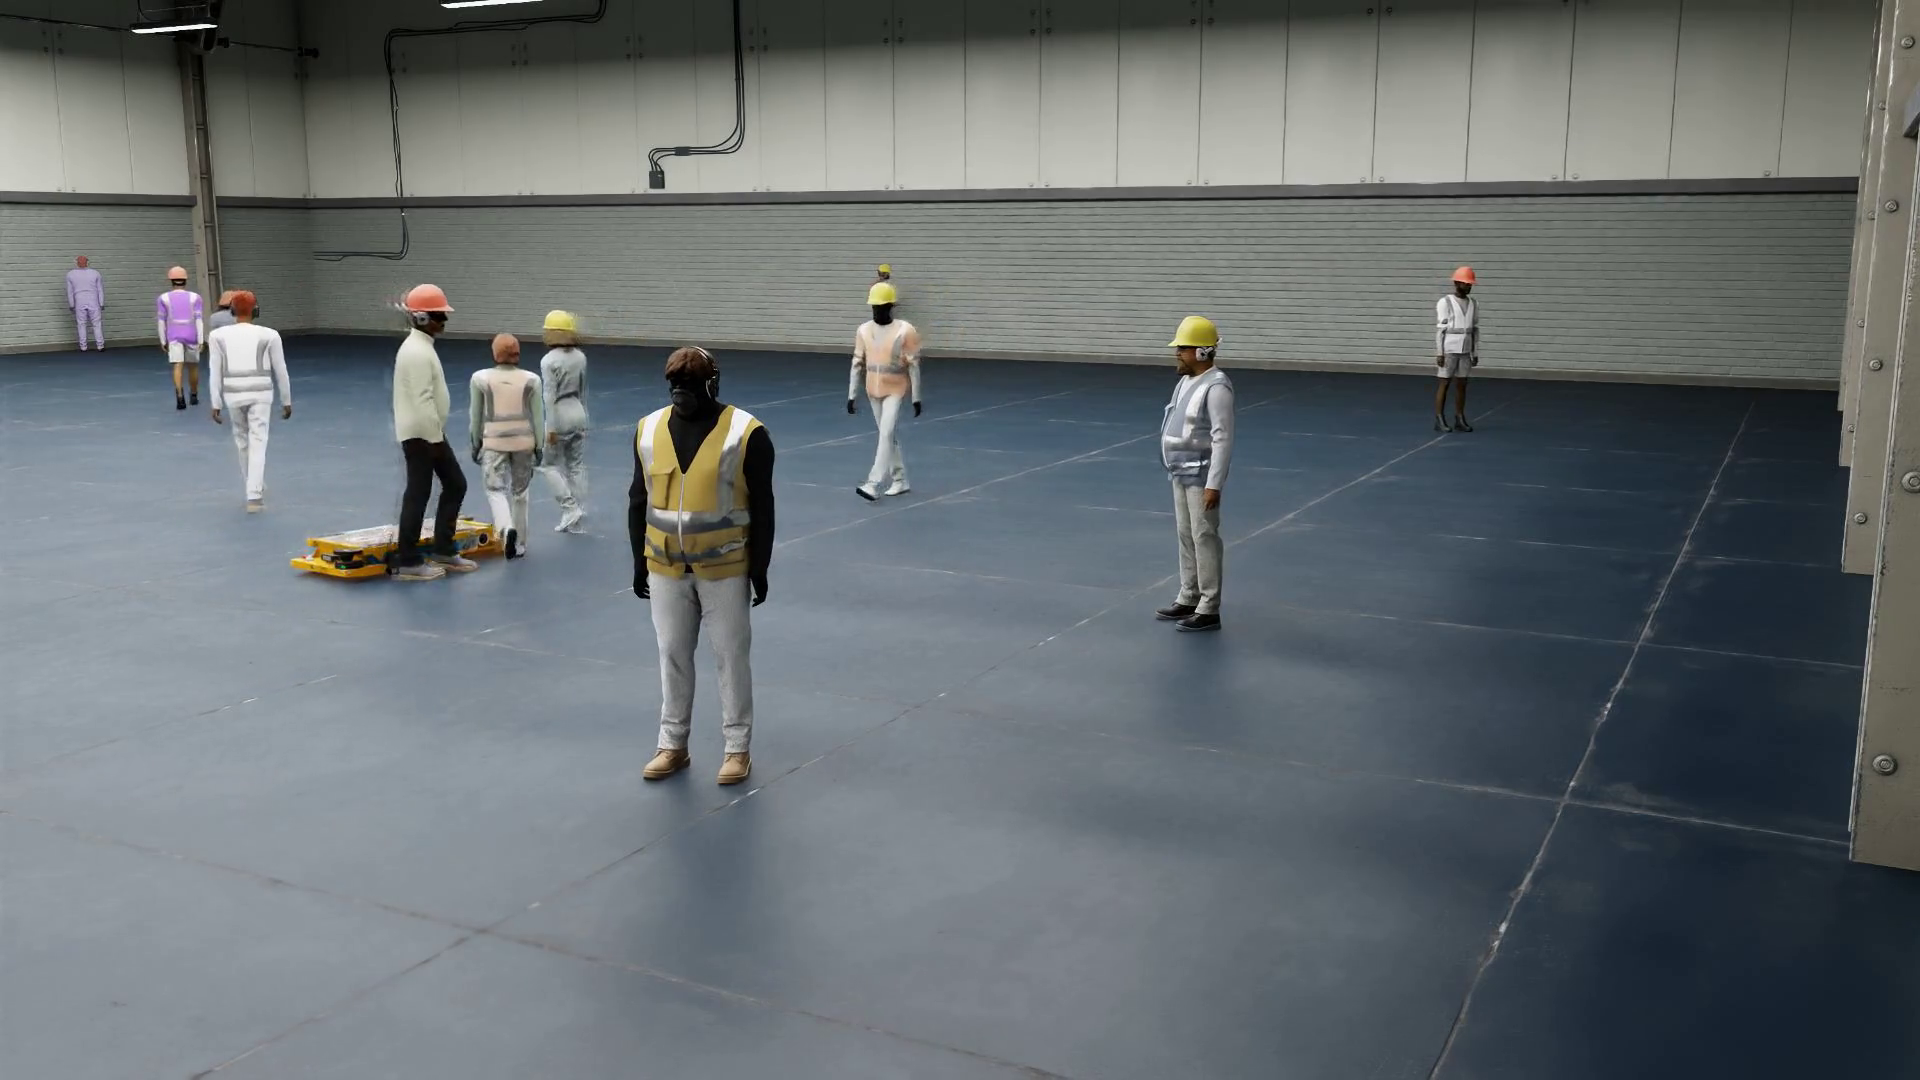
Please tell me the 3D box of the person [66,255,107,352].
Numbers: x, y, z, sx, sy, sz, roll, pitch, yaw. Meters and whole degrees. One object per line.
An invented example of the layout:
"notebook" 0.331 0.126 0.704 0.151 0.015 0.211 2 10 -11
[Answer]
"person" -17.206 -4.653 32.779 0.637 1.911 0.403 -4 11 -20

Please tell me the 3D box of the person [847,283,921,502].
"person" -0.703 -1.273 14.409 0.617 1.876 0.958 6 12 30

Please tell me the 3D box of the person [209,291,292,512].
"person" -5.995 -1.183 14.094 0.597 1.823 0.998 -2 11 -9

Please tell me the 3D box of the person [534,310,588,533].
"person" -3.065 -0.899 12.798 0.361 1.731 0.489 7 12 33

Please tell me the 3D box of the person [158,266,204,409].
"person" -10.398 -2.707 22.234 0.552 1.899 0.954 -4 11 -22

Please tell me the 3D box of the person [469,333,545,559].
"person" -3.169 -0.644 11.696 0.517 1.619 0.591 -4 11 -22

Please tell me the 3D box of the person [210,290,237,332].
"person" -9.186 -2.342 20.994 0.506 1.614 0.664 -1 10 -7

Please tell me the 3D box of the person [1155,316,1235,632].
"person" 1.369 -0.385 9.711 0.404 1.830 0.602 -3 11 -14

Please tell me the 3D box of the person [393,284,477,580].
"person" -3.491 -0.706 11.075 0.673 1.967 0.651 -3 11 -14

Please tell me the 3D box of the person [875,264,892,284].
"person" -1.428 -4.247 30.970 0.329 1.762 0.523 -5 11 -24

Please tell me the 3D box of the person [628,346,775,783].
"person" -1.096 0.110 6.986 0.633 1.841 0.429 2 11 12

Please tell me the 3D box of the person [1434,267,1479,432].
"person" 5.831 -2.220 19.445 0.555 1.932 0.386 -3 11 -17

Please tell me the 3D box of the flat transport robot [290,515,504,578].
"flat transport robot" -3.889 0.031 11.704 0.652 0.197 1.431 7 13 35
